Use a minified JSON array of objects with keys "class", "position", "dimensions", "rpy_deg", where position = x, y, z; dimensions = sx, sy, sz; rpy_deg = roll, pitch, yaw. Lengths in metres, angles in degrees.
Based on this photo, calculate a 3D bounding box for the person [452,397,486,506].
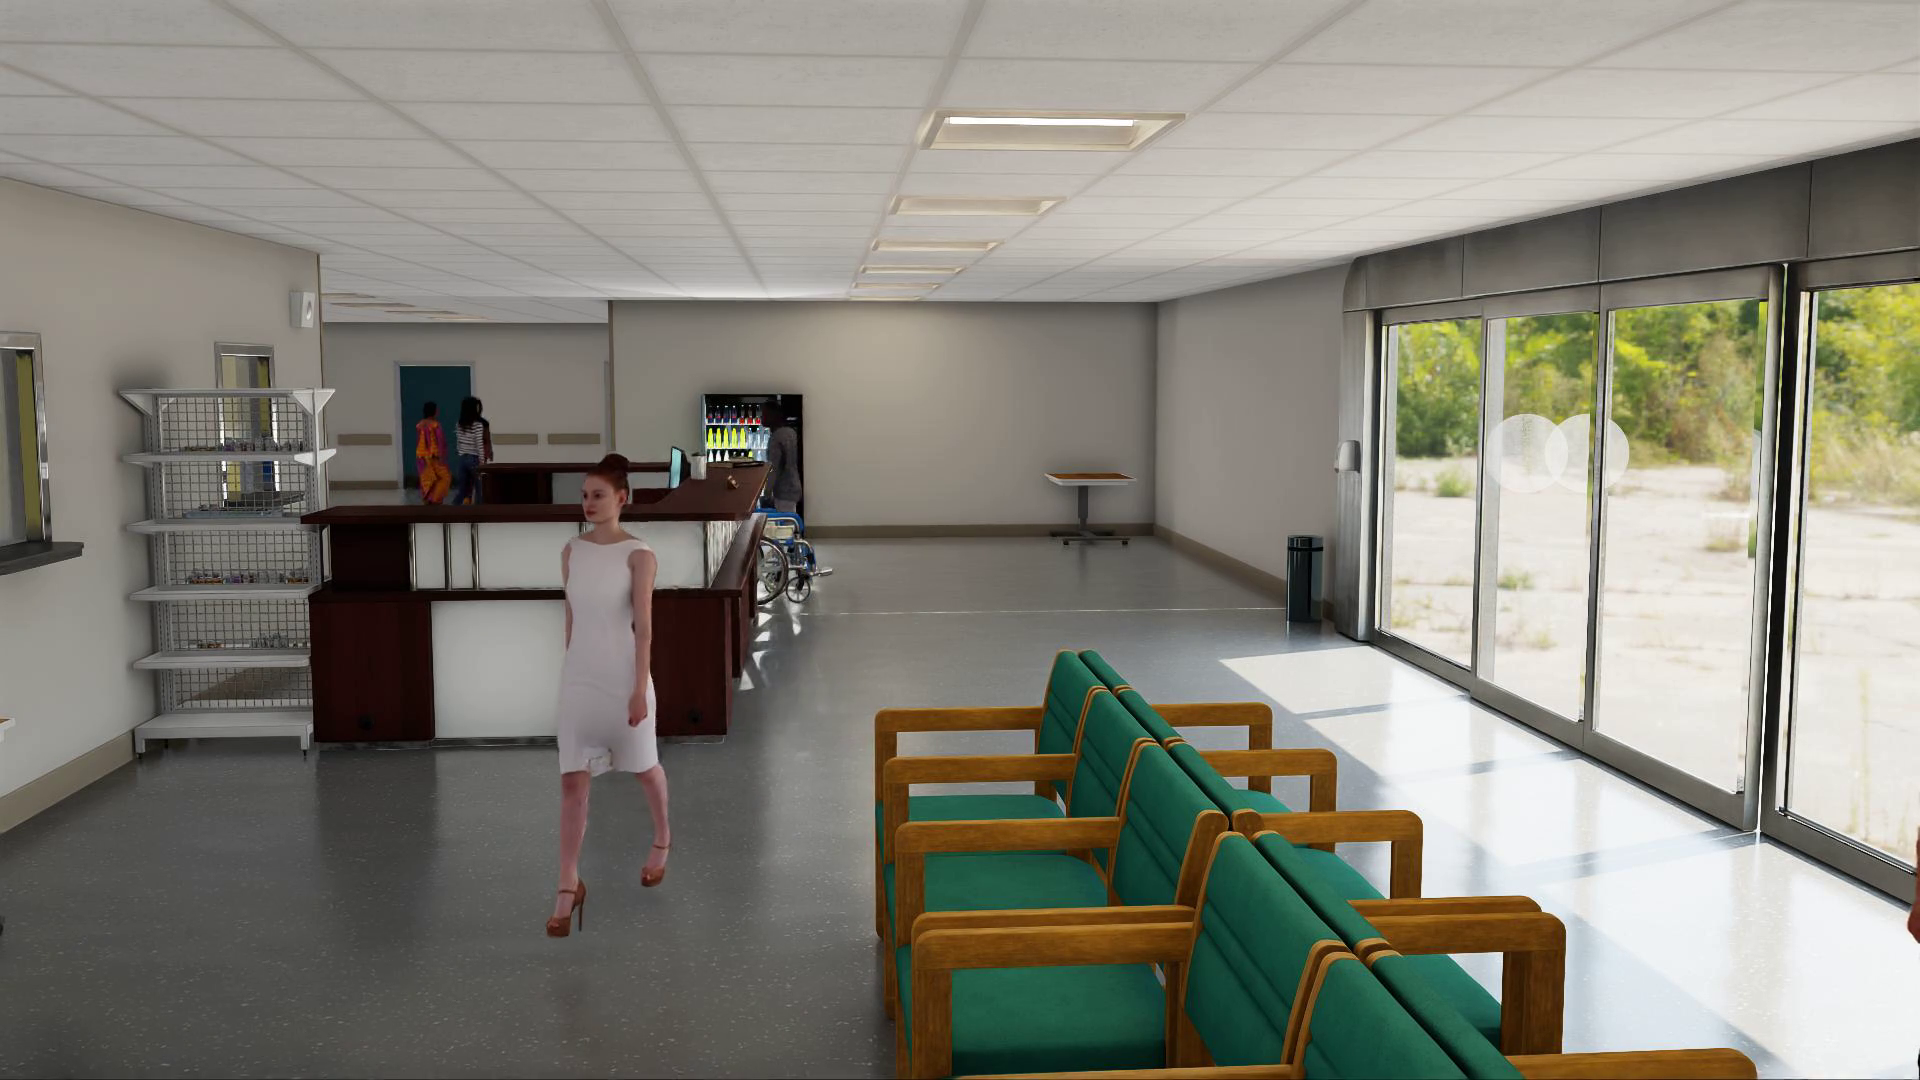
[{"class":"person","position":[-6.189,-0.880,20.813],"dimensions":[1.049,1.768,0.922],"rpy_deg":[2,6,20]}]

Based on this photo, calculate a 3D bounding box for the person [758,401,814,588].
[{"class":"person","position":[-1.597,-0.420,16.062],"dimensions":[0.911,1.804,0.849],"rpy_deg":[1,6,12]}]

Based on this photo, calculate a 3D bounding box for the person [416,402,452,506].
[{"class":"person","position":[-8.025,-1.258,25.124],"dimensions":[0.837,1.657,0.870],"rpy_deg":[2,6,22]}]

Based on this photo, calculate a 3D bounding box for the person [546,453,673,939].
[{"class":"person","position":[-1.267,0.585,6.349],"dimensions":[1.081,1.748,0.942],"rpy_deg":[2,6,20]}]

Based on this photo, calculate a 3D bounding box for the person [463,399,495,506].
[{"class":"person","position":[-7.021,-1.170,23.966],"dimensions":[0.743,1.712,0.798],"rpy_deg":[2,6,20]}]
